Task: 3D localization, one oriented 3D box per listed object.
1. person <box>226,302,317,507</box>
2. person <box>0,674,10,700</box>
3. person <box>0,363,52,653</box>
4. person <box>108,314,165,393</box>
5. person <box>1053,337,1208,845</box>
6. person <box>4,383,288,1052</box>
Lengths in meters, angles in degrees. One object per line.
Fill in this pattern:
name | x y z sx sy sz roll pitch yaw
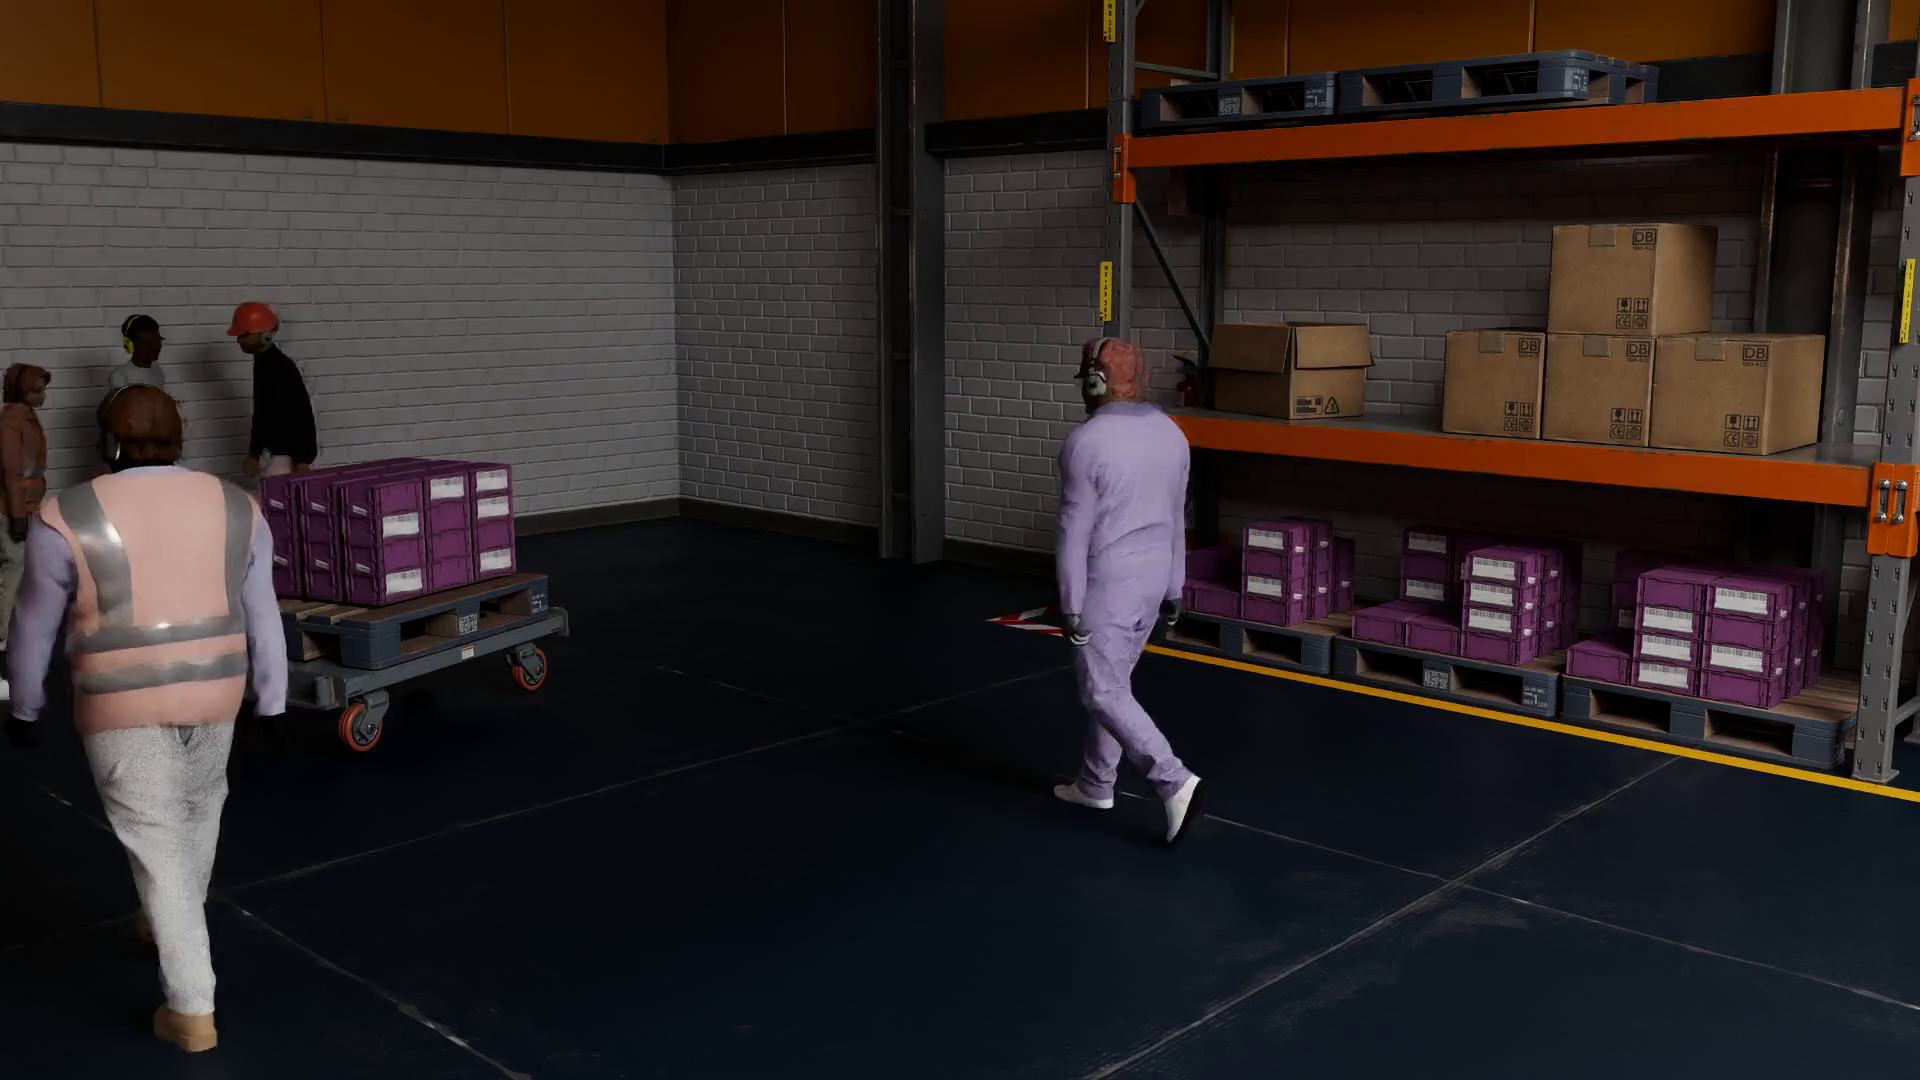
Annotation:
person | -4.344 -0.563 10.707 0.919 1.918 0.641 -5 10 -26
person | -4.870 -0.090 7.943 0.653 1.853 0.536 -6 11 -32
person | -5.168 -0.167 9.140 0.472 1.606 0.545 -3 10 -17
person | -5.031 -0.456 10.258 0.461 1.855 0.557 1 9 5
person | 0.633 0.183 6.224 0.646 1.875 0.825 -9 13 -43
person | -2.317 0.464 4.713 0.934 1.798 0.641 8 12 40
